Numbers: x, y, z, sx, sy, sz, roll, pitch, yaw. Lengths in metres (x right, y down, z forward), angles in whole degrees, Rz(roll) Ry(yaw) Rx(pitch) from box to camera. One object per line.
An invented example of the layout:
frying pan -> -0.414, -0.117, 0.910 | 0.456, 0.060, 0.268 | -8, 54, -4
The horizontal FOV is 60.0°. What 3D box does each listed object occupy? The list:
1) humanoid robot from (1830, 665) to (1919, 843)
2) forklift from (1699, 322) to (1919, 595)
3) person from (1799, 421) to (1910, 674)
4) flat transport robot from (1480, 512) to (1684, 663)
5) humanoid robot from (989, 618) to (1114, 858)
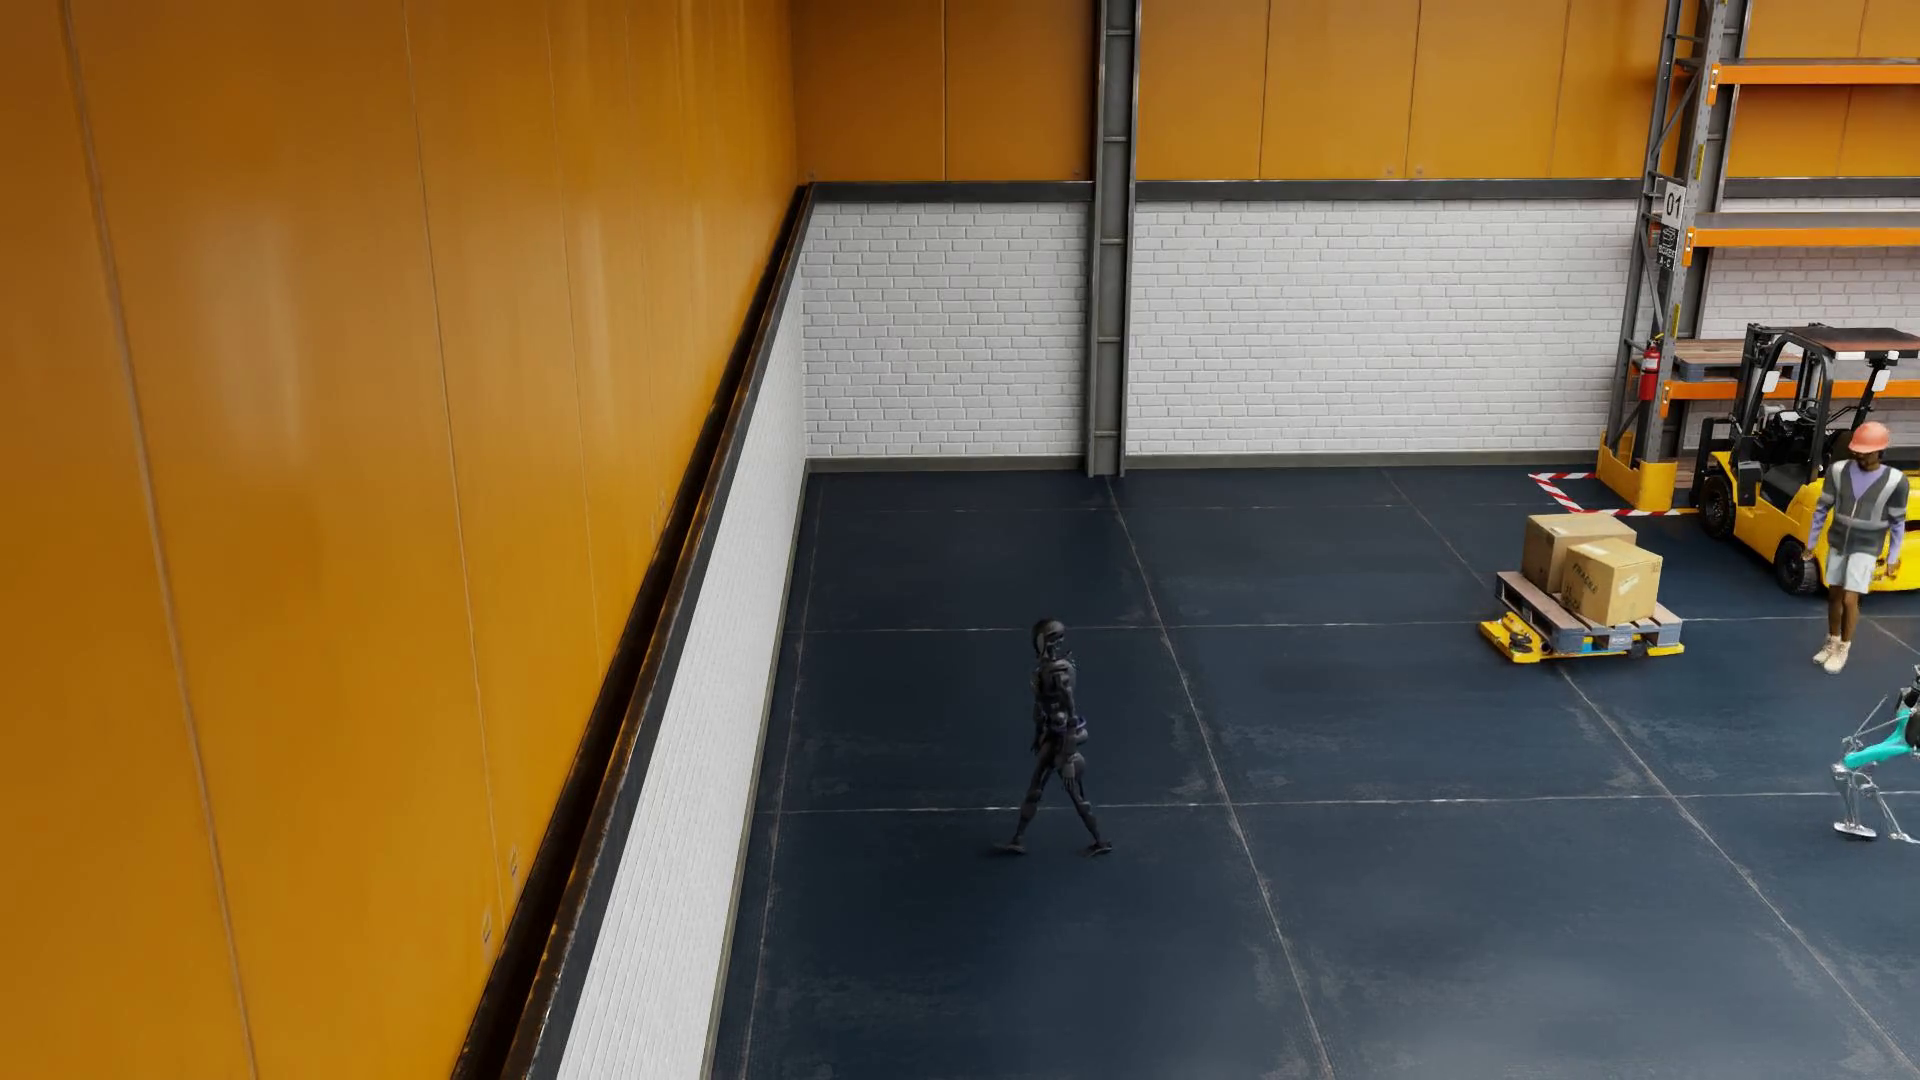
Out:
humanoid robot -> 5.799, 1.135, 10.386 | 0.846, 1.773, 0.537 | 6, 21, 16
forklift -> 7.809, -0.792, 14.926 | 1.214, 2.155, 2.313 | -1, 20, -2
person -> 6.870, 0.057, 12.856 | 0.512, 2.022, 0.645 | -16, 25, -36
flat transport robot -> 5.045, 0.751, 13.515 | 1.431, 0.231, 0.659 | -3, 20, -7
humanoid robot -> 0.588, 1.242, 10.220 | 0.774, 1.621, 0.610 | -7, 21, -17
